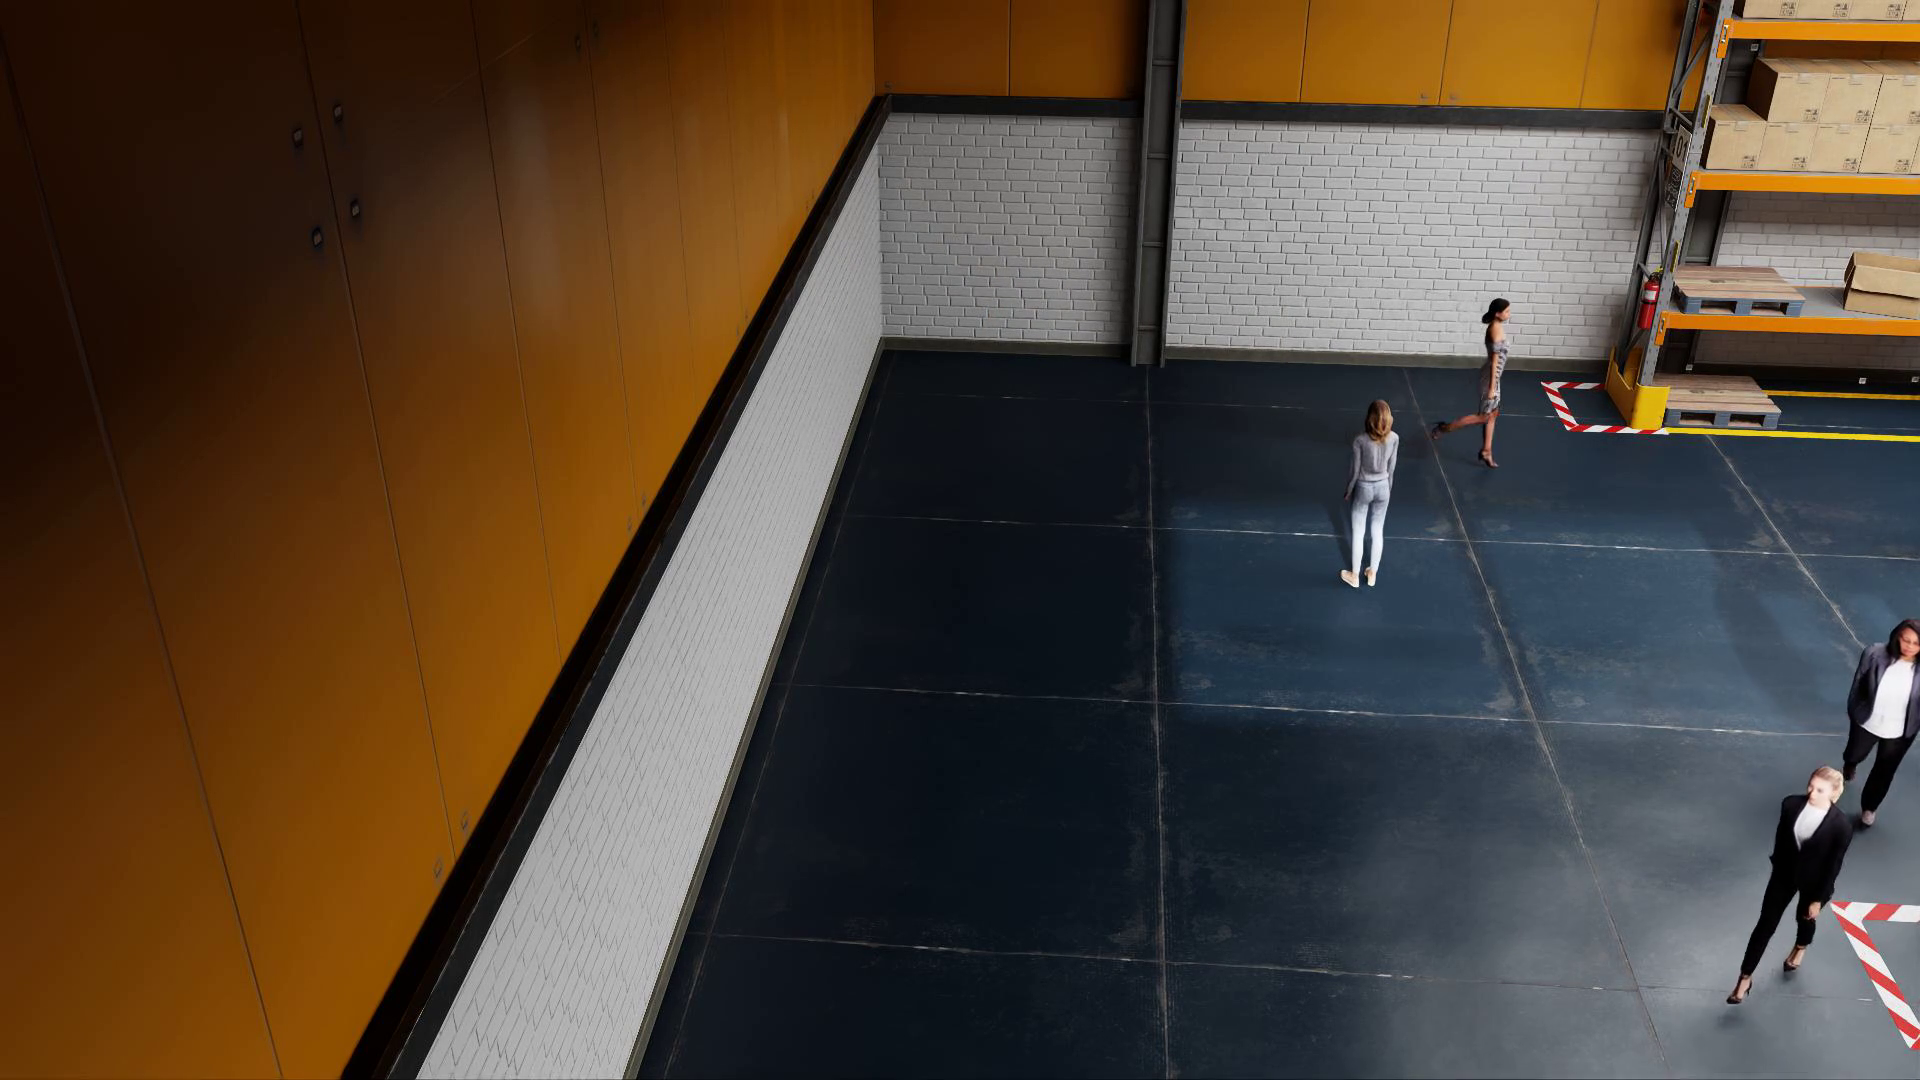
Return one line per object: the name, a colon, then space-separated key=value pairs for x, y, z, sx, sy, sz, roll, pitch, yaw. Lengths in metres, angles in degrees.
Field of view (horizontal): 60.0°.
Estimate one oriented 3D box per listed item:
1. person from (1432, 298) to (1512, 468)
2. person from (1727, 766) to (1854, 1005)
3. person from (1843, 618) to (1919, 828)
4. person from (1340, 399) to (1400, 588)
person: x=5.271 y=-1.582 z=16.859 sx=1.015 sy=1.803 sz=0.767 roll=10 pitch=30 yaw=17
person: x=5.233 y=2.104 z=10.257 sx=1.096 sy=1.655 sz=1.051 roll=-23 pitch=36 yaw=-36
person: x=6.631 y=1.244 z=11.914 sx=0.951 sy=1.577 sz=0.924 roll=14 pitch=31 yaw=23
person: x=3.627 y=-0.414 z=14.726 sx=0.514 sy=1.796 sz=0.691 roll=-4 pitch=29 yaw=-7
